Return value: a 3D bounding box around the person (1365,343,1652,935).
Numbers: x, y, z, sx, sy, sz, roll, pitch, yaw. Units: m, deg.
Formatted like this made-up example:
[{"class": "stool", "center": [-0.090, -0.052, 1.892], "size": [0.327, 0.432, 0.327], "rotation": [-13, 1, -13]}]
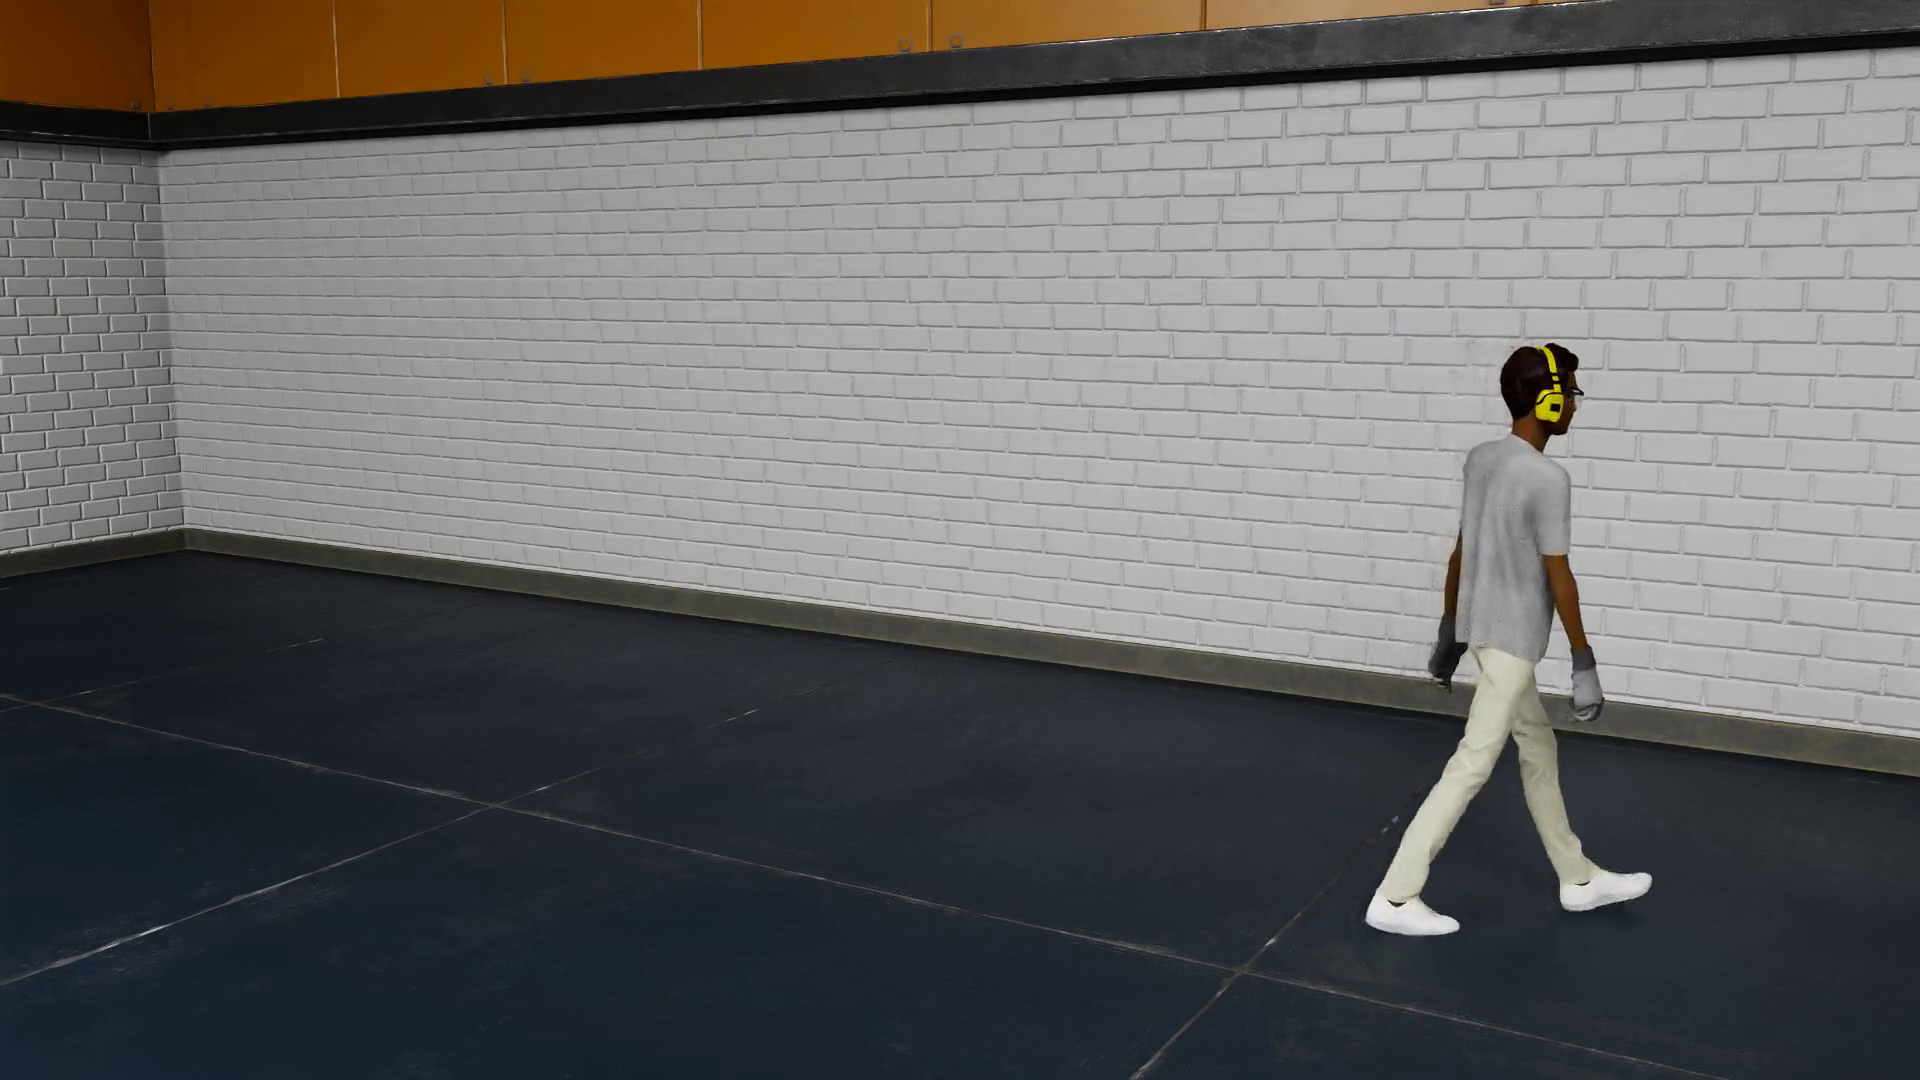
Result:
[{"class": "person", "center": [1.695, 0.314, 5.067], "size": [0.997, 1.818, 0.559], "rotation": [-1, 9, -8]}]
